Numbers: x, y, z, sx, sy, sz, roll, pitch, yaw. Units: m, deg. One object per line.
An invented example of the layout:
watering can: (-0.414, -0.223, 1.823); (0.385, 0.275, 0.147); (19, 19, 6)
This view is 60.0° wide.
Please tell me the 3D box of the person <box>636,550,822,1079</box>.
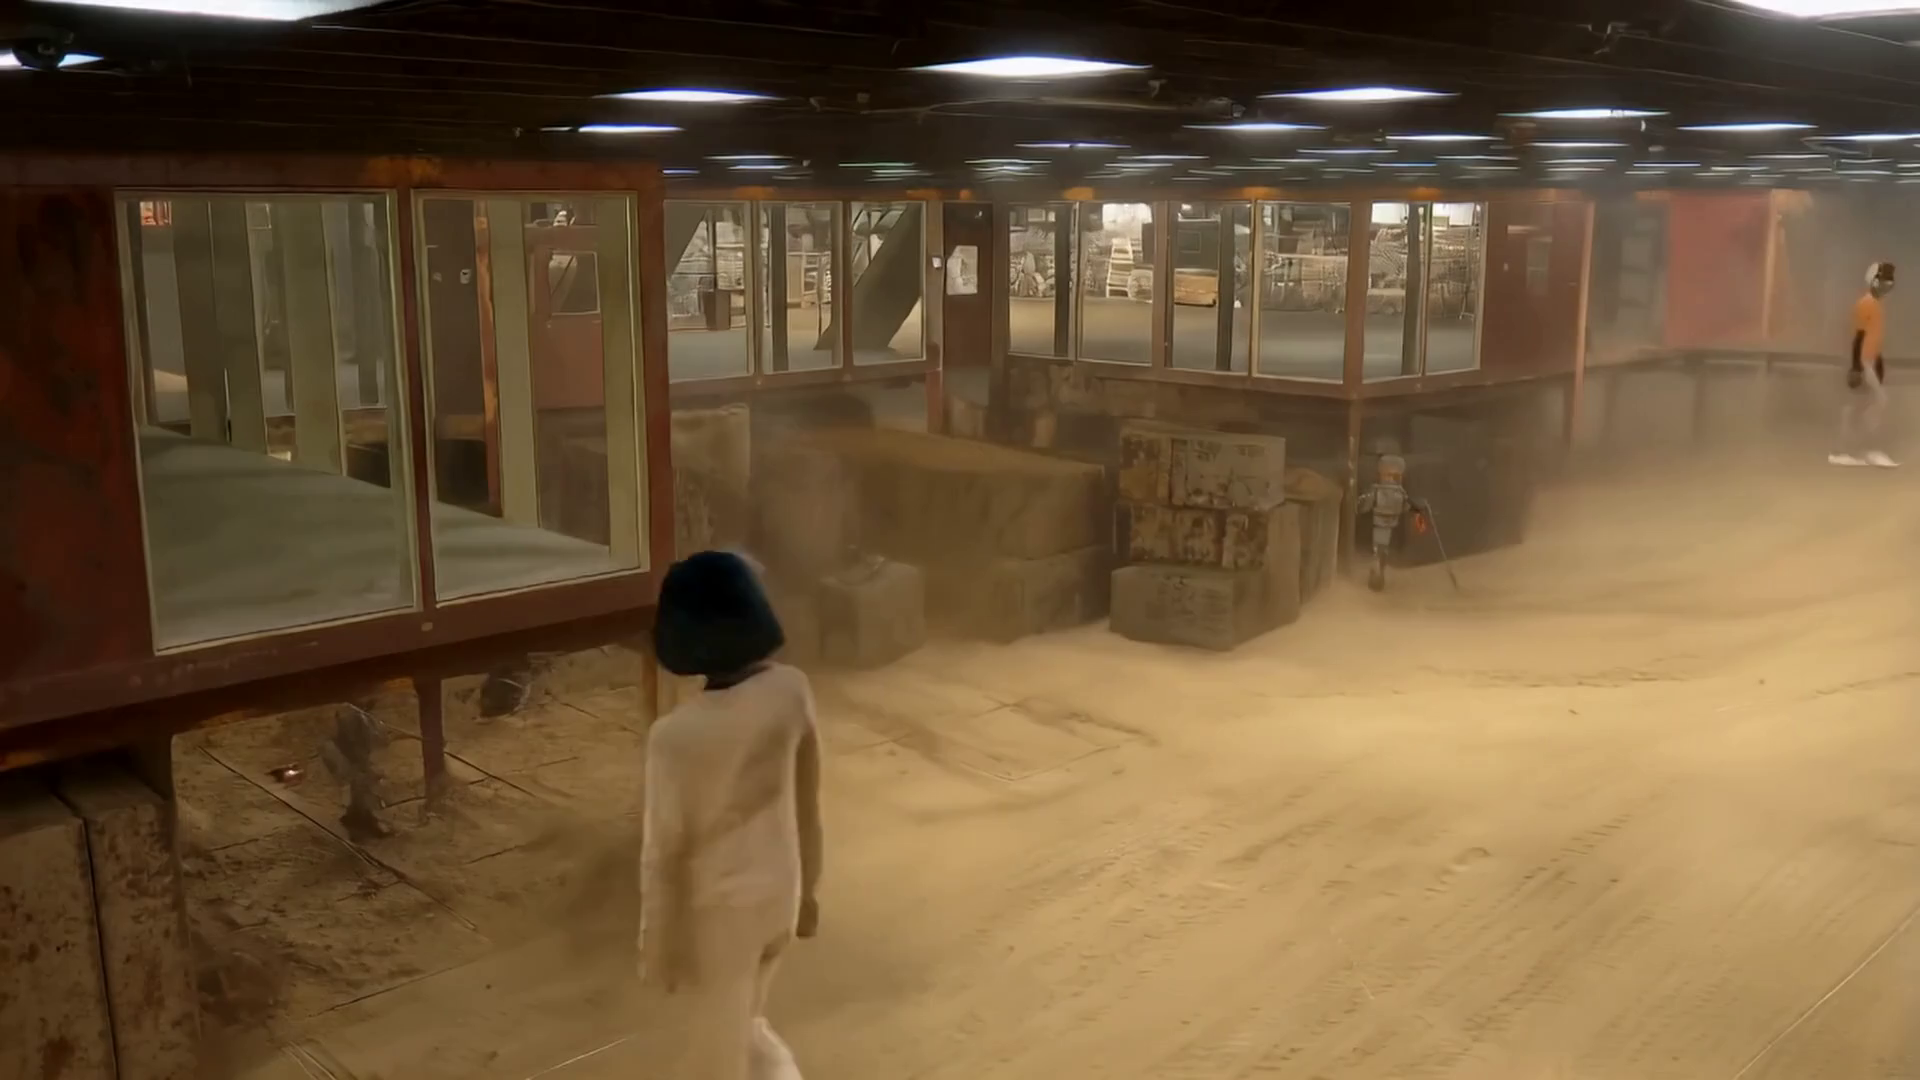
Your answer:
person: (-0.479, 0.819, 3.558); (0.385, 1.618, 0.521); (6, 13, 29)

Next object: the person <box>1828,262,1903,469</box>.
person: (8.217, -1.546, 14.858); (0.740, 1.844, 0.565); (7, 13, 31)
